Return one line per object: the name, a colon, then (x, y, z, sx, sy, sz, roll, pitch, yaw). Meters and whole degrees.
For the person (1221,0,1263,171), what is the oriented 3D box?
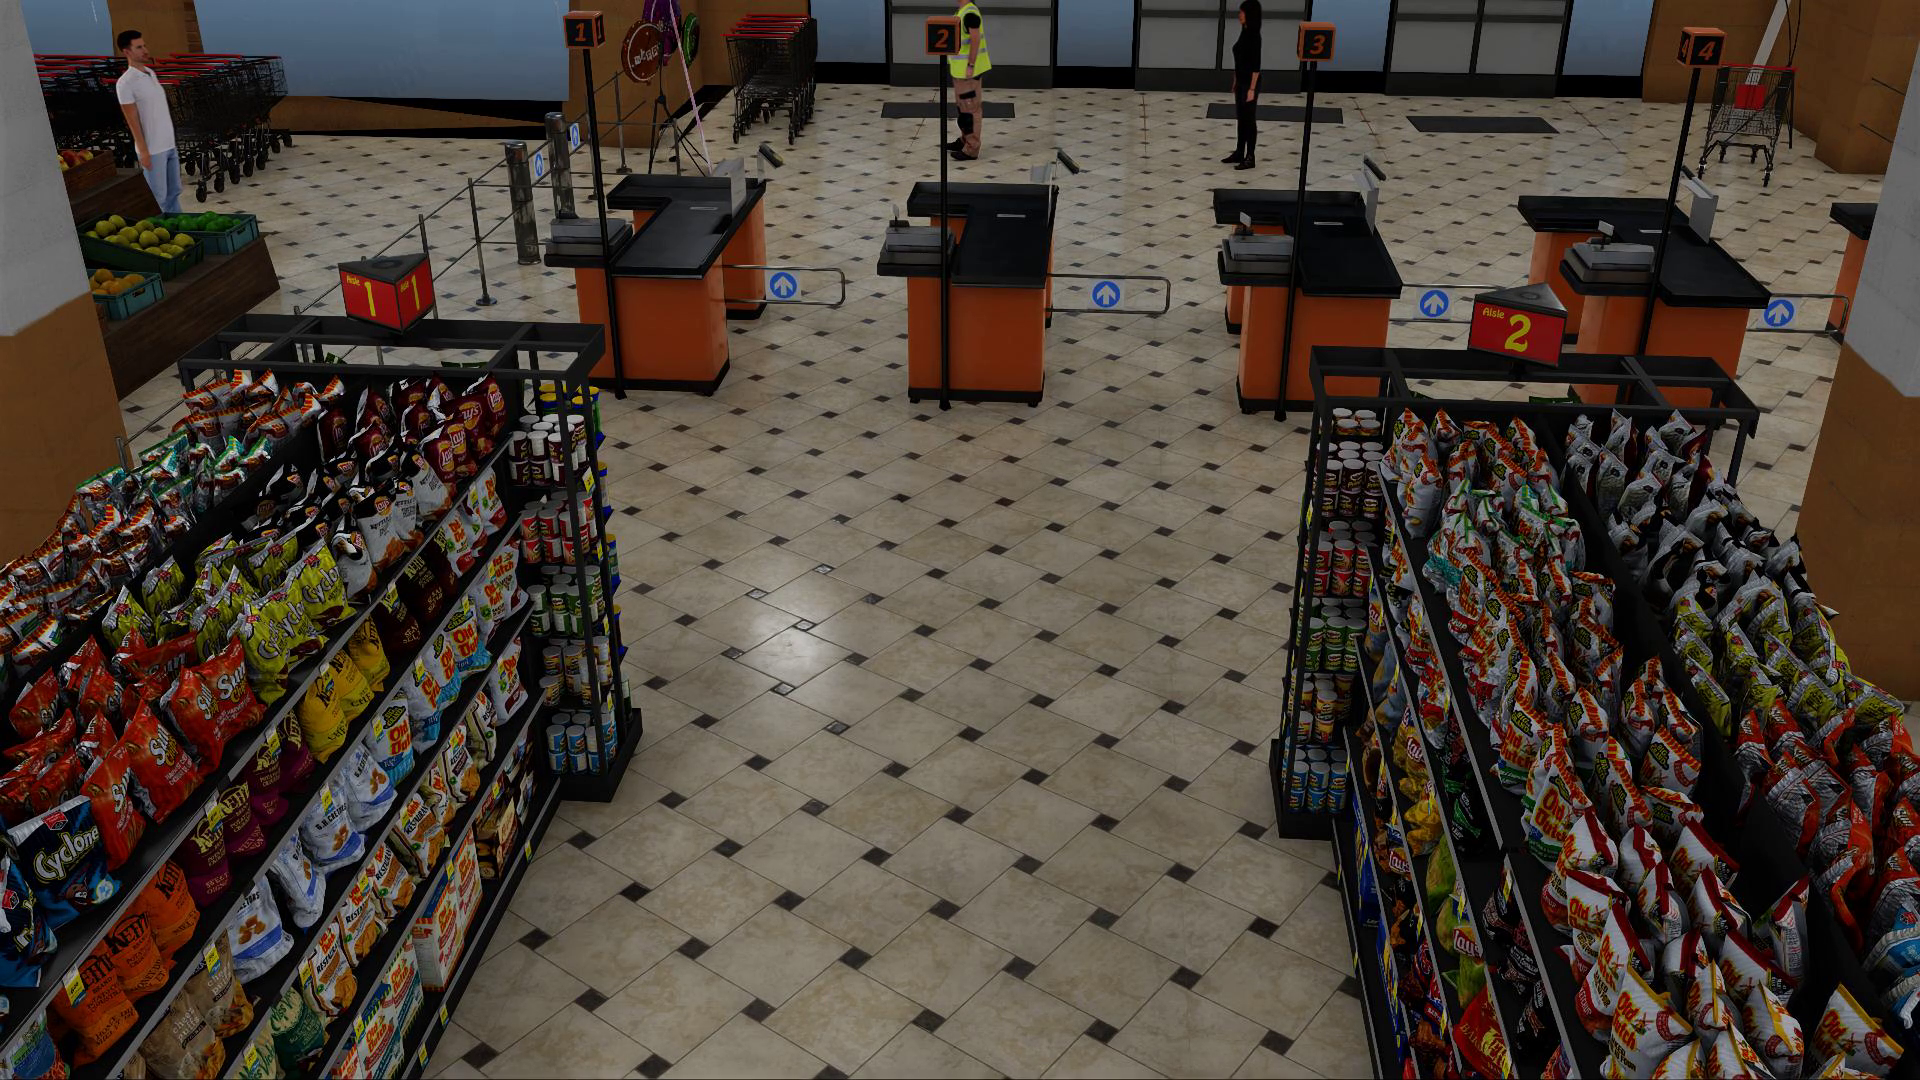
person: (2.887, -4.568, 16.668, 0.695, 1.642, 0.559, -7, 28, -14)

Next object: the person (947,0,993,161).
person: (0.059, -4.835, 16.968, 0.827, 1.846, 0.733, -4, 27, -7)

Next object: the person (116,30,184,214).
person: (-6.761, -3.321, 13.960, 0.720, 1.867, 0.481, 2, 27, 4)
